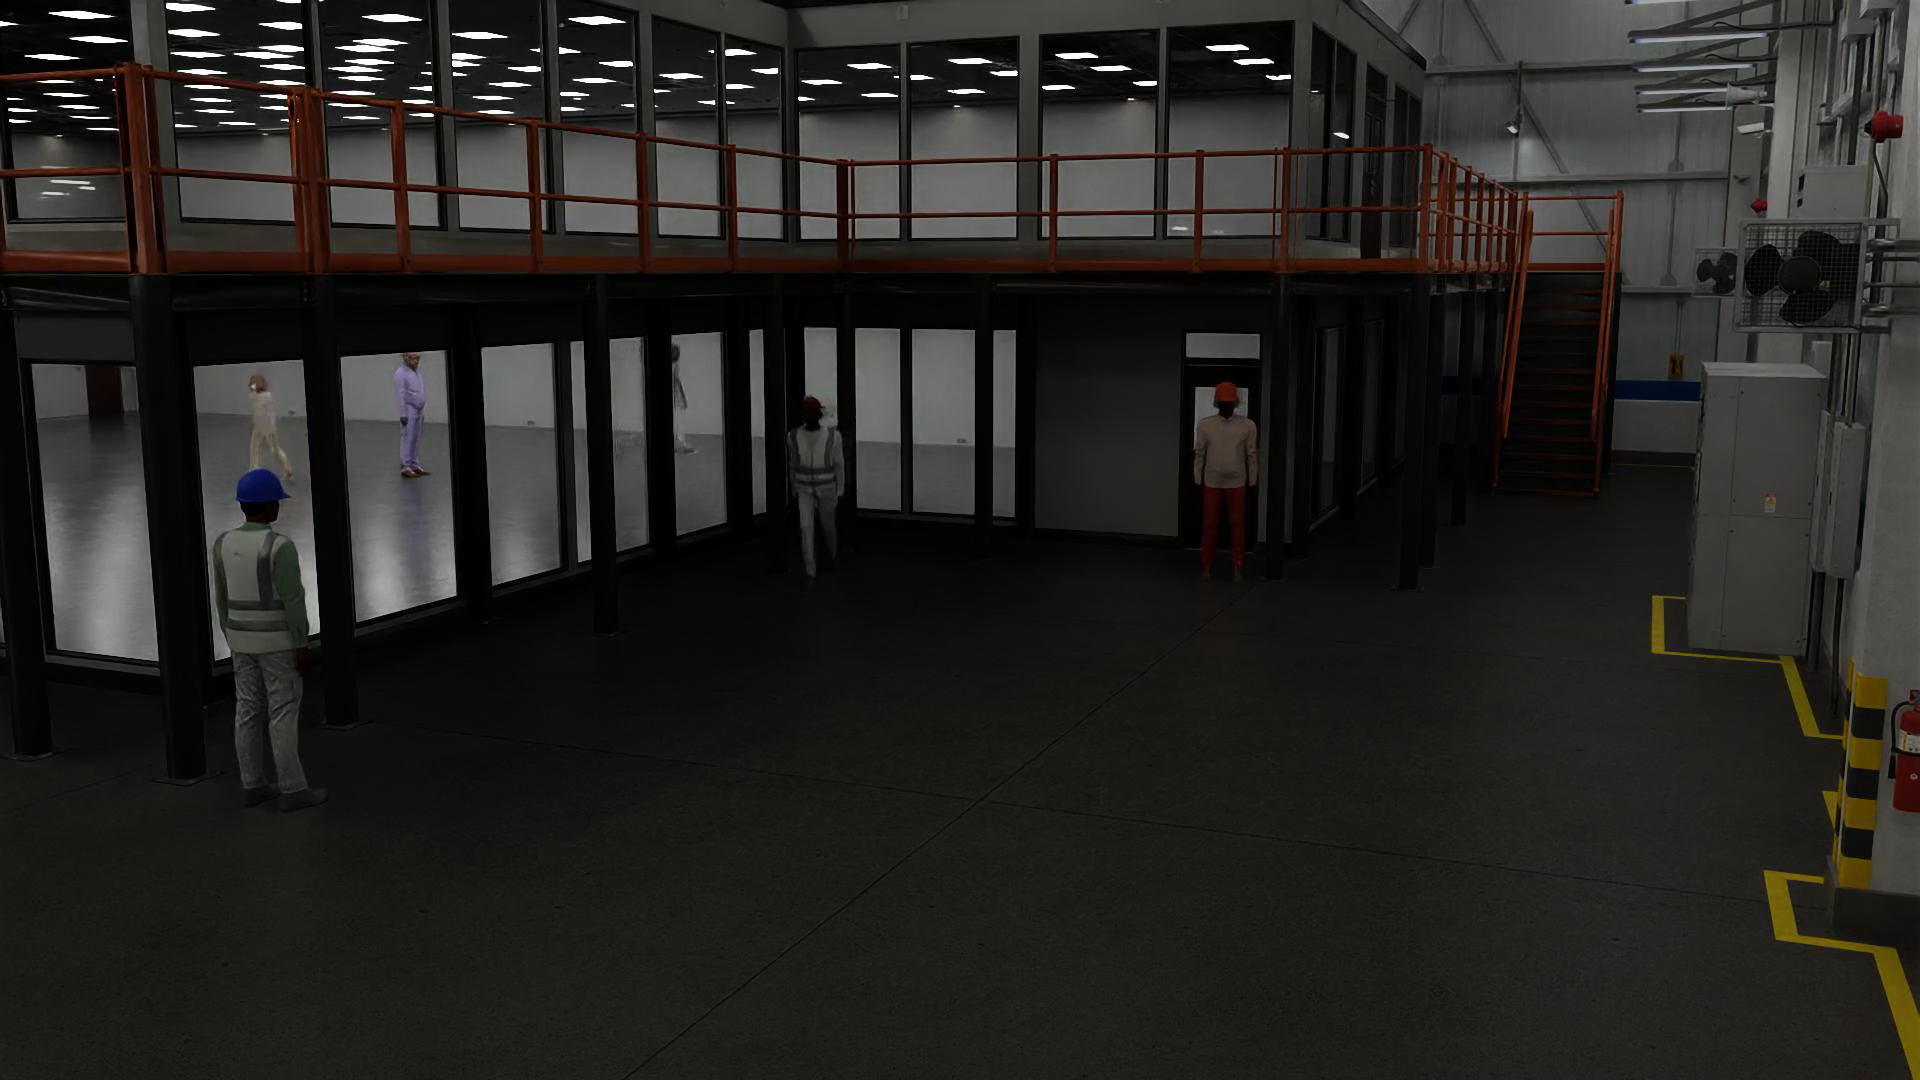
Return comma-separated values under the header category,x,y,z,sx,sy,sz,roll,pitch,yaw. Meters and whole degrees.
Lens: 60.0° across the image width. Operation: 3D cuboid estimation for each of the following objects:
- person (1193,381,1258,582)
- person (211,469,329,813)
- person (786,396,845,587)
category,x,y,z,sx,sy,sz,roll,pitch,yaw
person,2.603,-0.567,16.336,0.638,1.985,0.416,2,9,12
person,-3.919,0.571,9.412,0.606,1.948,0.392,4,10,23
person,-1.405,-0.510,16.382,0.587,1.853,0.880,1,9,4
